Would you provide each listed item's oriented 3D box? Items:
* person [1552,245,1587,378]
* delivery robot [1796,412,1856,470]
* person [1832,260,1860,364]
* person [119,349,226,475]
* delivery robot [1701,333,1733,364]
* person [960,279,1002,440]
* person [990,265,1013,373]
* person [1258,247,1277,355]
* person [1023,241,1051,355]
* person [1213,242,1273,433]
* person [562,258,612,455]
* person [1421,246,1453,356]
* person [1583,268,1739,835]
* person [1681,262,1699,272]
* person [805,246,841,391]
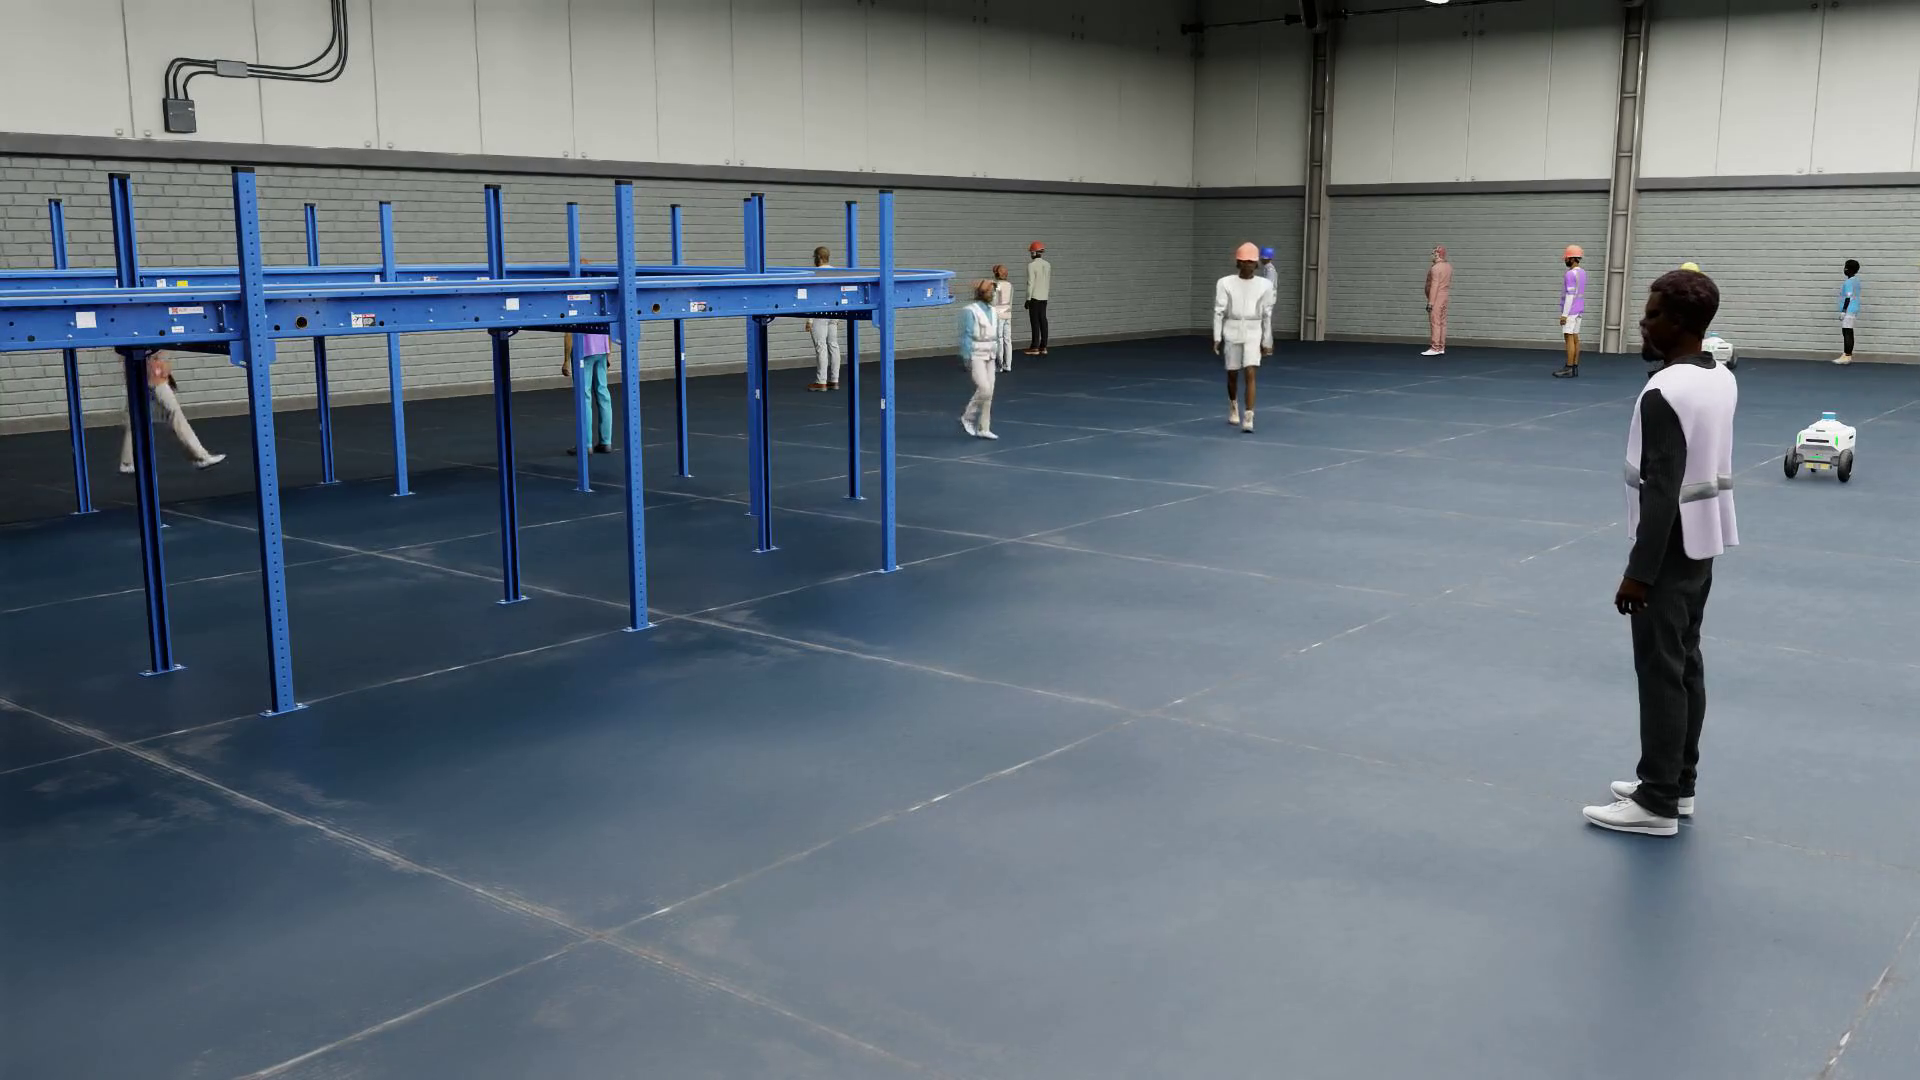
[{"bbox_3d":[9.053,-3.390,24.659,0.349,1.942,0.545,8,13,38],"label":"person"},{"bbox_3d":[7.462,-0.857,14.320,0.477,0.478,0.707,8,13,38],"label":"delivery robot"},{"bbox_3d":[14.559,-3.739,27.271,0.318,1.697,0.535,8,13,38],"label":"person"},{"bbox_3d":[-6.904,-1.365,14.402,0.855,1.595,0.516,-7,12,-34],"label":"person"},{"bbox_3d":[11.964,-3.035,26.390,0.477,0.478,0.707,0,10,2],"label":"delivery robot"},{"bbox_3d":[0.239,-1.829,16.849,0.367,1.623,0.533,8,13,37],"label":"person"},{"bbox_3d":[0.623,-3.376,25.413,0.307,1.641,0.514,8,13,38],"label":"person"},{"bbox_3d":[5.399,-4.211,29.345,0.411,1.900,0.702,0,10,-2],"label":"person"},{"bbox_3d":[1.370,-4.309,29.599,0.377,1.995,0.612,8,13,38],"label":"person"},{"bbox_3d":[3.046,-2.202,17.936,0.614,2.004,1.023,2,10,9],"label":"person"},{"bbox_3d":[-3.513,-1.734,15.735,0.383,1.849,0.566,8,13,38],"label":"person"},{"bbox_3d":[8.376,-4.201,29.246,0.410,1.909,0.643,8,13,38],"label":"person"},{"bbox_3d":[2.432,0.043,5.690,0.391,1.922,0.593,8,13,38],"label":"person"},{"bbox_3d":[8.897,-2.526,20.415,0.289,1.746,0.487,8,13,38],"label":"person"},{"bbox_3d":[-1.843,-2.989,22.441,0.372,1.940,0.631,8,13,38],"label":"person"}]
